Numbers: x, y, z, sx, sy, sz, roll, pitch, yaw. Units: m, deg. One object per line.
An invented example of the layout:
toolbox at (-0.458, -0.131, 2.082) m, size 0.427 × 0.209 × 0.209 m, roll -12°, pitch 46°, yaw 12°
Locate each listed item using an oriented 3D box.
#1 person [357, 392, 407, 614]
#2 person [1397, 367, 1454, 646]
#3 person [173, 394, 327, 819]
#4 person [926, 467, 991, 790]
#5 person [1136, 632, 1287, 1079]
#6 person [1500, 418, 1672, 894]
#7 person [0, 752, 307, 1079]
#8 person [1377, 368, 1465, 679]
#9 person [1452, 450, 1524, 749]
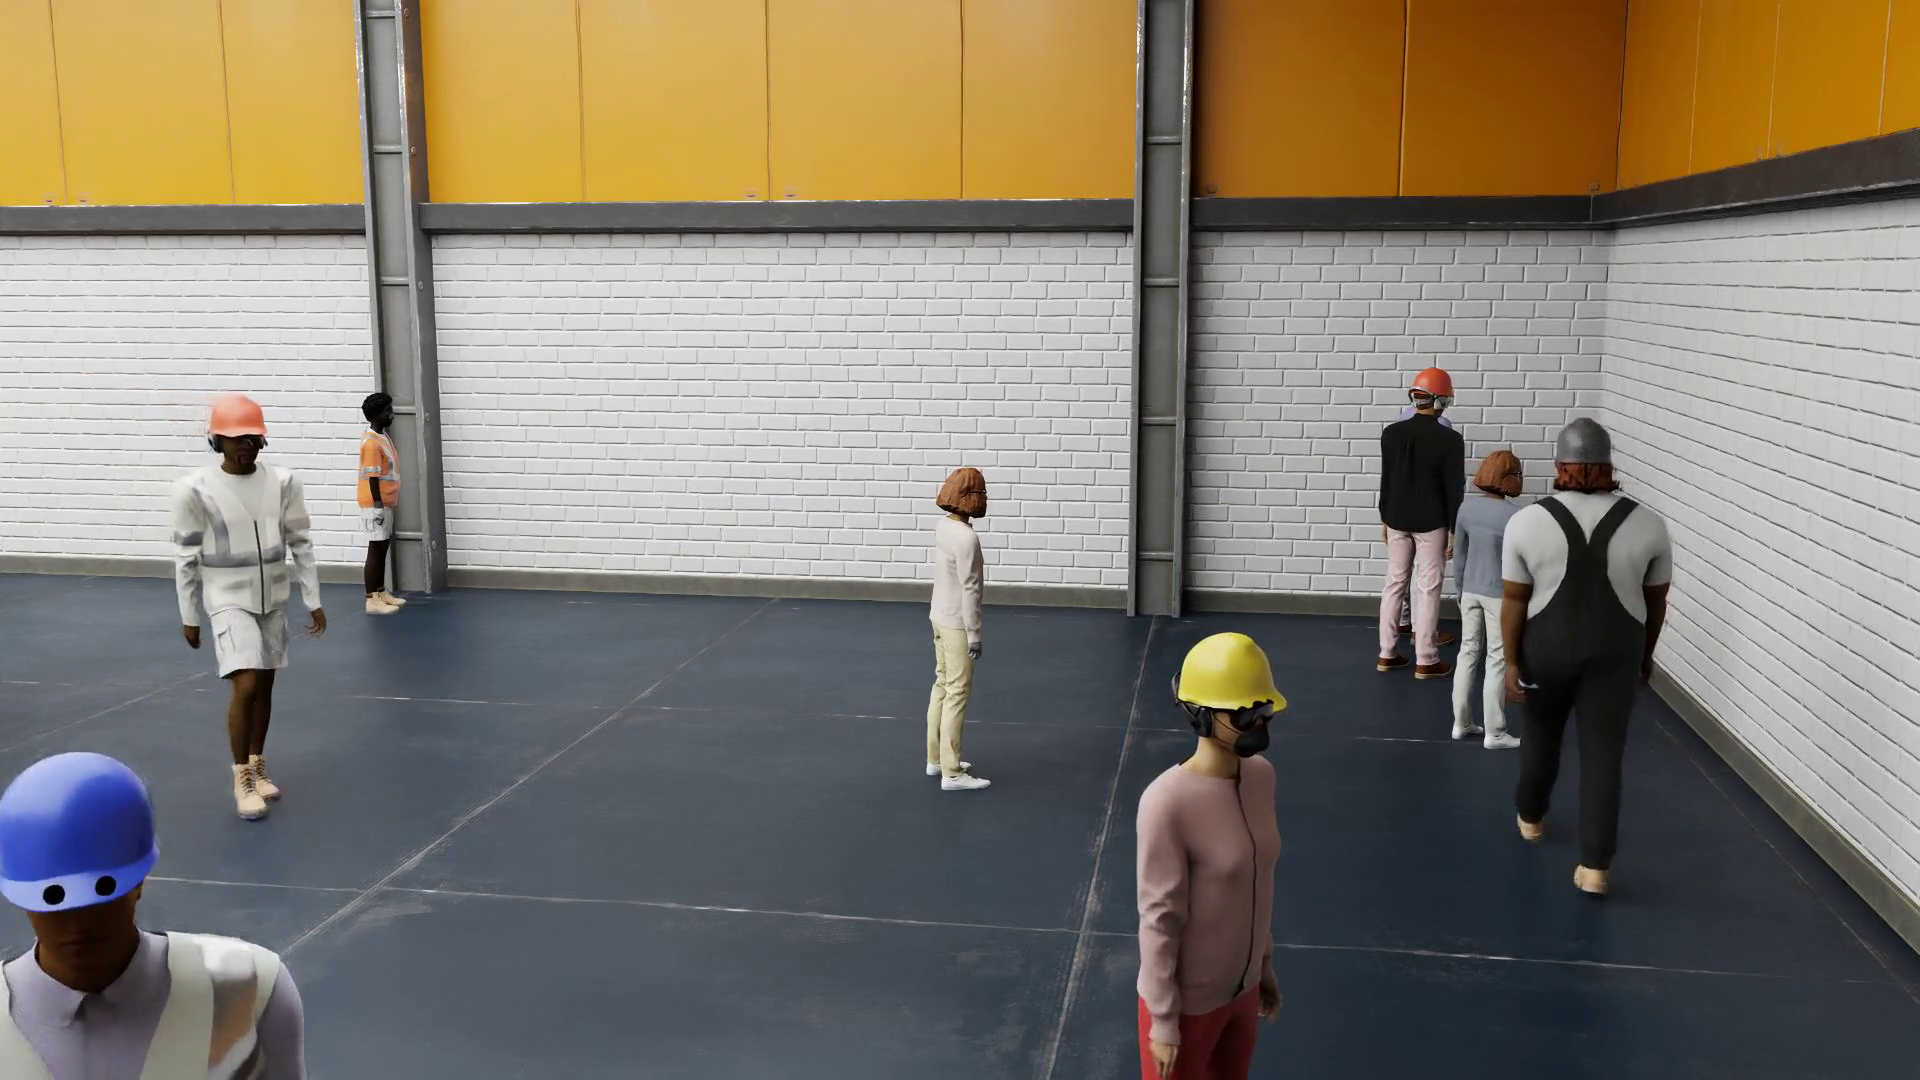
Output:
person at (-4.419, -0.281, 12.668) m, size 0.321 × 1.689 × 0.530 m, roll -2°, pitch 9°, yaw -12°
person at (3.244, -0.238, 11.627) m, size 0.353 × 1.937 × 0.635 m, roll -2°, pitch 9°, yaw -13°
person at (-3.371, 0.314, 7.989) m, size 0.711 × 2.019 × 0.613 m, roll 8°, pitch 12°, yaw 39°
person at (-0.003, 0.441, 8.415) m, size 0.286 × 1.625 × 0.497 m, roll -3°, pitch 10°, yaw -18°
person at (0.610, 1.087, 3.989) m, size 0.321 × 1.769 × 0.523 m, roll 8°, pitch 12°, yaw 41°
person at (2.681, 0.431, 7.190) m, size 0.691 × 2.000 × 1.042 m, roll 2°, pitch 10°, yaw 14°
person at (-1.329, 1.233, 2.652) m, size 0.616 × 1.916 × 0.939 m, roll -6°, pitch 11°, yaw -31°
person at (2.969, -0.106, 10.674) m, size 0.402 × 1.988 × 0.613 m, roll -8°, pitch 12°, yaw -42°
person at (2.917, 0.320, 9.124) m, size 0.268 × 1.632 × 0.506 m, roll -5°, pitch 10°, yaw -28°
